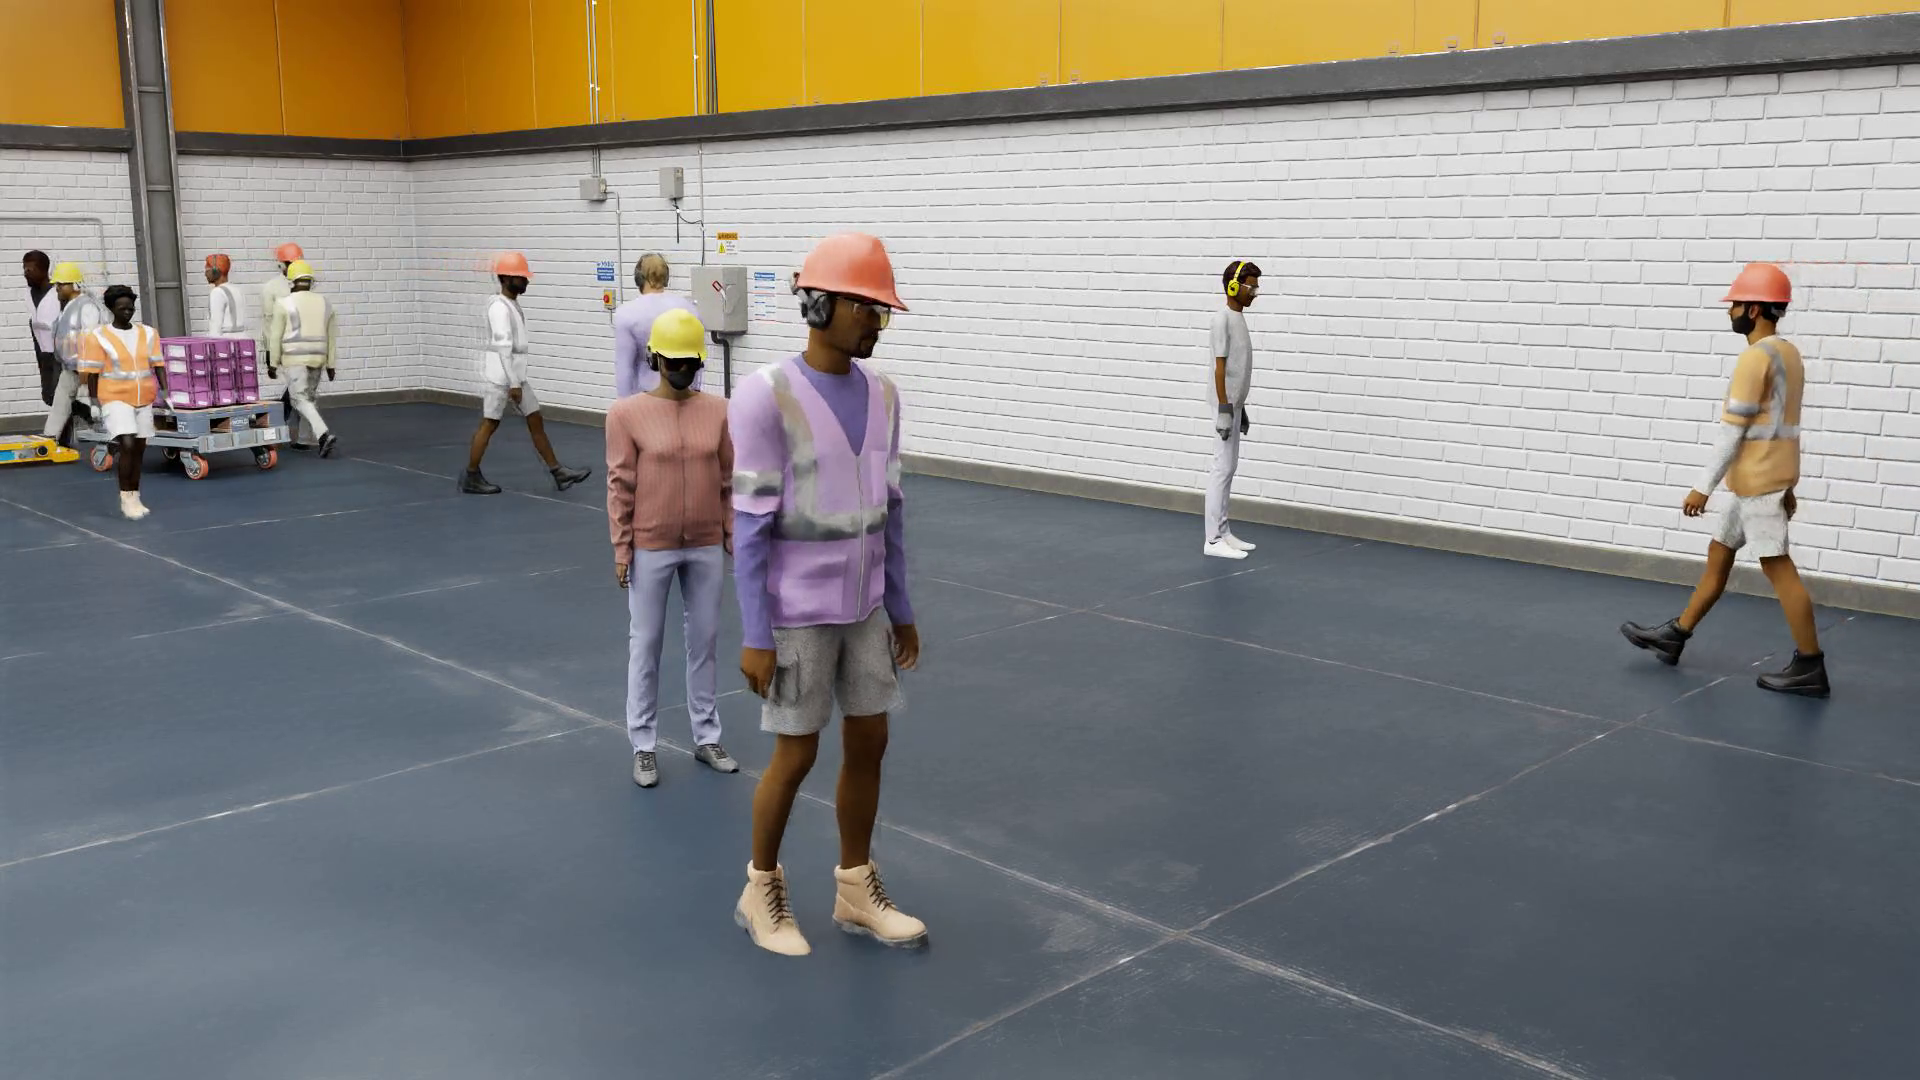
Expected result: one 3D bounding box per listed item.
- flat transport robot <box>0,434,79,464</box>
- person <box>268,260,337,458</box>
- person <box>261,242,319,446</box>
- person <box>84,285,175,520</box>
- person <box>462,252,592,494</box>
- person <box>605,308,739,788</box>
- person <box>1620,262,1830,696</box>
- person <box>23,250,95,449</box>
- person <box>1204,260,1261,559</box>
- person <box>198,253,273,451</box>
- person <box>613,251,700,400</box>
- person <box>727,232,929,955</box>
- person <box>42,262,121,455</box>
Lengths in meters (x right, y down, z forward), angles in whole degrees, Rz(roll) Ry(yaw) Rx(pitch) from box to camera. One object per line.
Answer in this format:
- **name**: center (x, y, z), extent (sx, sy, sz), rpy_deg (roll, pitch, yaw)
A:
- **flat transport robot**: center (-8.566, -0.758, 14.506), extent (1.431, 0.197, 0.652), rpy_deg (-10, 14, -44)
- **person**: center (-5.987, -1.657, 15.237), extent (0.833, 1.804, 0.596), rpy_deg (7, 13, 34)
- **person**: center (-6.509, -1.908, 16.182), extent (0.963, 1.962, 0.624), rpy_deg (6, 12, 29)
- **person**: center (-5.904, -0.977, 11.884), extent (0.583, 1.673, 0.537), rpy_deg (7, 12, 33)
- **person**: center (-3.444, -1.278, 12.928), extent (1.037, 1.878, 0.564), rpy_deg (0, 10, 2)
- **person**: center (-1.040, 0.028, 6.166), extent (0.522, 1.761, 0.322), rpy_deg (-6, 12, -29)
- **person**: center (3.500, -0.281, 7.464), extent (0.995, 1.889, 0.544), rpy_deg (8, 13, 38)
- **person**: center (-8.217, -1.710, 15.272), extent (0.611, 1.892, 0.673), rpy_deg (5, 12, 27)
- **person**: center (1.728, -0.823, 10.530), extent (0.327, 1.862, 0.521), rpy_deg (4, 11, 20)
- **person**: center (-6.787, -1.739, 15.527), extent (0.786, 1.864, 0.592), rpy_deg (-2, 11, -10)
- **person**: center (-1.926, -0.896, 10.761), extent (0.633, 1.922, 0.640), rpy_deg (-9, 14, -40)
- **person**: center (-0.387, 0.189, 4.652), extent (0.488, 2.047, 0.629), rpy_deg (9, 14, 41)
- **person**: center (-8.020, -1.614, 15.068), extent (0.603, 1.777, 0.952), rpy_deg (7, 13, 35)
